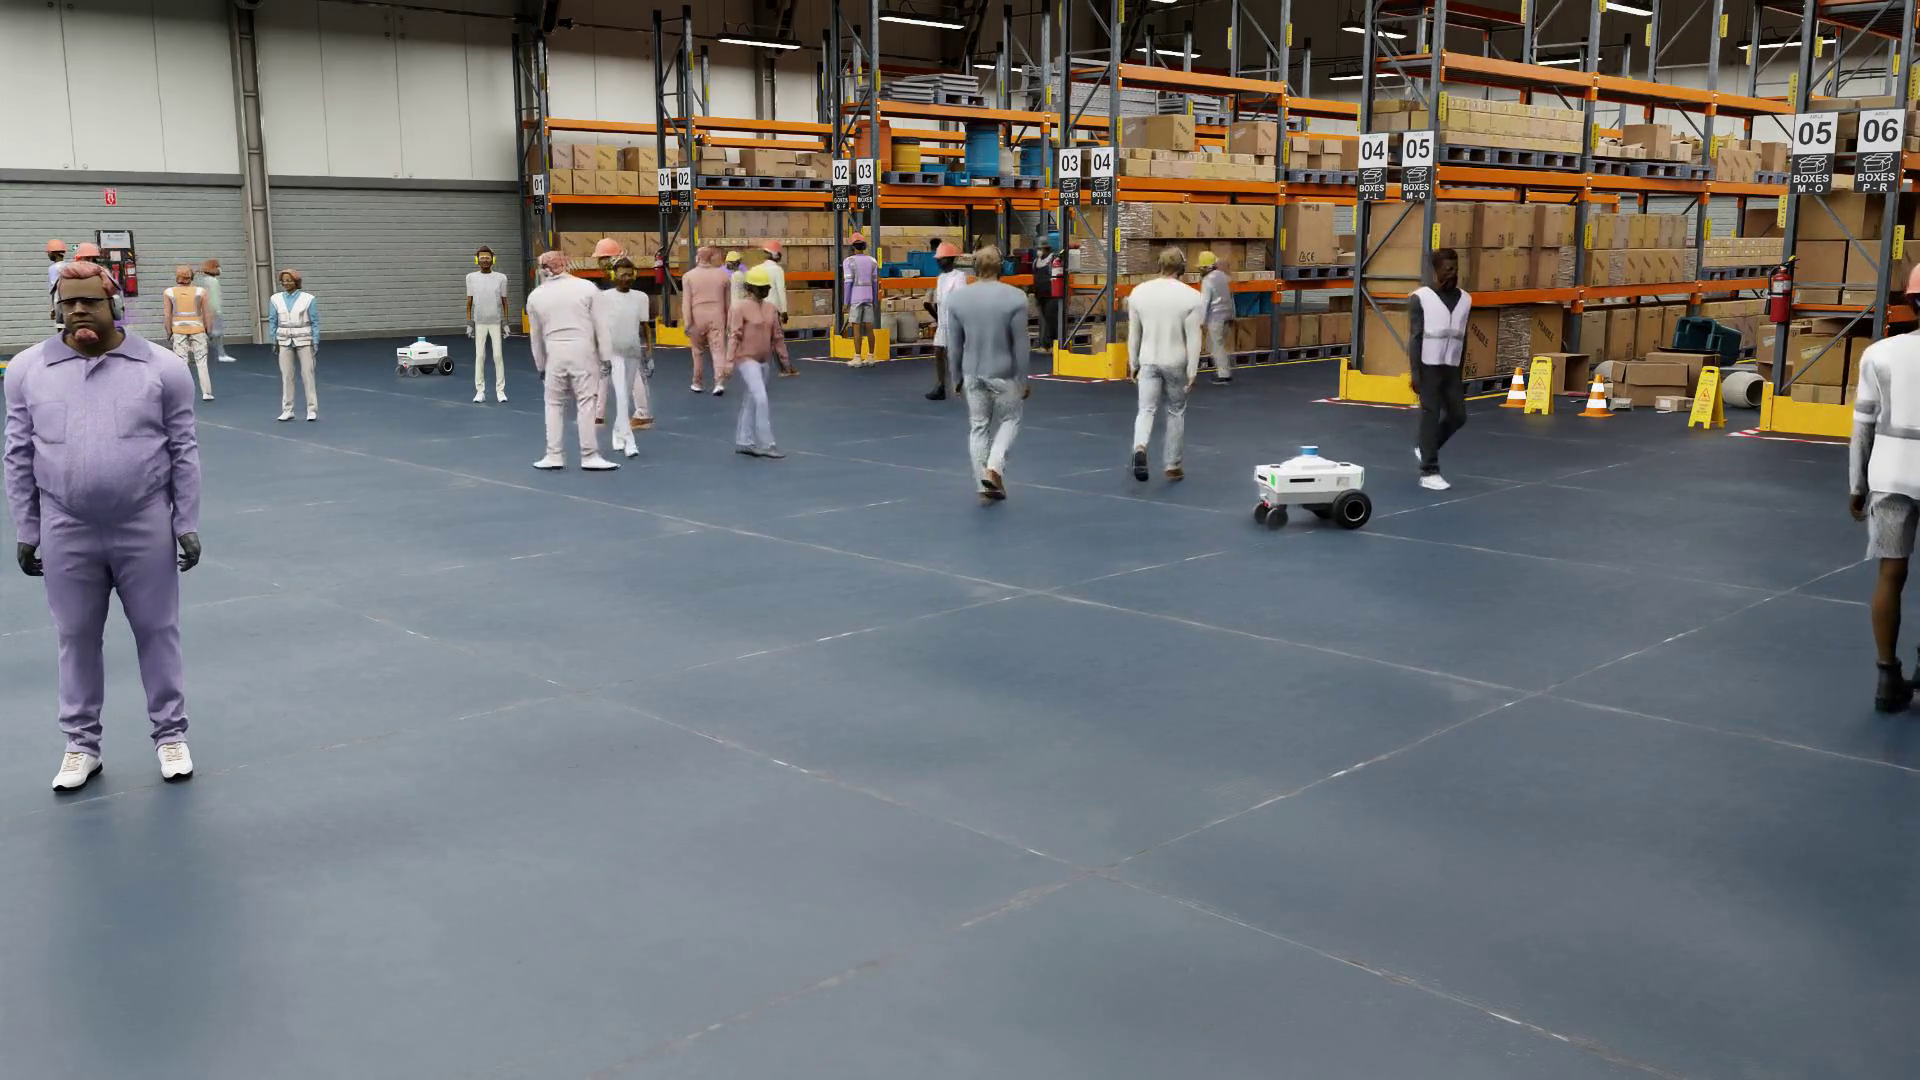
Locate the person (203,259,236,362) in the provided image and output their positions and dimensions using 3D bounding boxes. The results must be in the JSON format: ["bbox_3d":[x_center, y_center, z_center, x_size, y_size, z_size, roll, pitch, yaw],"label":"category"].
[{"bbox_3d":[-11.866,-3.638,26.394,0.528,1.620,0.511,-6,12,-31],"label":"person"}]

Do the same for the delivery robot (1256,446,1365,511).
[{"bbox_3d":[2.437,-0.414,11.598,0.707,0.478,0.477,-2,11,-10],"label":"delivery robot"}]

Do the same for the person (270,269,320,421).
[{"bbox_3d":[-7.209,-2.115,18.055,0.515,1.640,0.315,0,10,-2],"label":"person"}]

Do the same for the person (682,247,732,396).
[{"bbox_3d":[-3.187,-2.765,21.025,0.661,1.862,0.993,-4,11,-21],"label":"person"}]

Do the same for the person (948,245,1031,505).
[{"bbox_3d":[0.223,-1.218,12.371,0.649,1.929,0.442,4,11,20],"label":"person"}]

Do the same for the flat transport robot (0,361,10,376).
[{"bbox_3d":[-13.401,-2.426,23.601,1.431,0.197,0.652,-2,11,-9],"label":"flat transport robot"}]

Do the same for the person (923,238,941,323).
[{"bbox_3d":[-0.481,-5.042,33.143,0.399,1.954,0.642,-8,13,-37],"label":"person"}]

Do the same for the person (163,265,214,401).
[{"bbox_3d":[-9.328,-2.494,20.128,0.522,1.637,0.309,-4,11,-20],"label":"person"}]

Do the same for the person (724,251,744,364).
[{"bbox_3d":[-3.518,-3.614,25.926,0.376,1.751,0.541,-1,10,-3],"label":"person"}]

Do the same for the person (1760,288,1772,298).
[{"bbox_3d":[15.754,-4.881,32.041,0.615,2.039,0.392,6,12,31],"label":"person"}]

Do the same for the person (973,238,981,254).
[{"bbox_3d":[0.423,-6.189,39.454,0.627,1.941,0.371,10,14,42],"label":"person"}]

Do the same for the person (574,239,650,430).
[{"bbox_3d":[-3.625,-2.103,17.122,0.889,1.952,0.634,-6,12,-30],"label":"person"}]

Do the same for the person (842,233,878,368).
[{"bbox_3d":[-1.549,-3.669,25.454,0.609,2.034,0.404,-8,13,-37],"label":"person"}]

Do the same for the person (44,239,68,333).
[{"bbox_3d":[-13.243,-3.449,24.519,0.363,1.934,0.551,0,10,2],"label":"person"}]

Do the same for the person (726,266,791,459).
[{"bbox_3d":[-1.774,-1.583,14.905,0.760,1.720,0.639,7,13,35],"label":"person"}]

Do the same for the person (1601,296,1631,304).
[{"bbox_3d":[12.257,-4.584,30.989,0.507,1.831,0.645,-8,13,-36],"label":"person"}]

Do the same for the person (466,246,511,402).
[{"bbox_3d":[-5.708,-2.610,20.116,0.520,1.876,0.326,-3,11,-14],"label":"person"}]

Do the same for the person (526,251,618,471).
[{"bbox_3d":[-3.308,-1.532,14.271,0.739,1.872,0.396,1,10,4],"label":"person"}]

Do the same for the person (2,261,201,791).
[{"bbox_3d":[-3.110,-0.050,6.069,0.641,1.908,0.407,-4,11,-20],"label":"person"}]

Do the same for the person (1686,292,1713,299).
[{"bbox_3d":[13.881,-4.531,31.244,0.267,1.632,0.507,-8,13,-37],"label":"person"}]

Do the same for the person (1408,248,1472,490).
[{"bbox_3d":[3.797,-1.365,13.249,0.593,1.903,0.477,-4,11,-20],"label":"person"}]

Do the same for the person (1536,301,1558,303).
[{"bbox_3d":[10.368,-4.370,29.796,0.590,1.840,0.927,9,14,41],"label":"person"}]

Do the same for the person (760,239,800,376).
[{"bbox_3d":[-2.735,-3.285,23.596,0.973,1.957,0.630,-7,13,-35],"label":"person"}]

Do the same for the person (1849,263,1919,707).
[{"bbox_3d":[4.134,-0.251,7.129,0.587,1.915,0.613,9,14,41],"label":"person"}]

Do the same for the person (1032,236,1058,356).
[{"bbox_3d":[1.430,-4.105,27.931,0.875,2.000,0.704,-8,13,-36],"label":"person"}]

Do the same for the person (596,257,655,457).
[{"bbox_3d":[-3.108,-1.694,15.331,0.531,1.816,1.014,-5,12,-26],"label":"person"}]

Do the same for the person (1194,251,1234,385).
[{"bbox_3d":[3.425,-2.983,22.388,0.570,1.783,0.615,5,12,27],"label":"person"}]

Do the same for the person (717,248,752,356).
[{"bbox_3d":[-3.672,-3.905,27.377,0.643,1.796,0.900,-5,12,-27],"label":"person"}]

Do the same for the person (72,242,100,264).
[{"bbox_3d":[-10.535,-2.695,20.462,0.688,1.915,0.554,-6,12,-30],"label":"person"}]

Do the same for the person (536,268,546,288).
[{"bbox_3d":[-8.093,-4.798,32.715,0.507,1.629,0.316,2,11,11],"label":"person"}]

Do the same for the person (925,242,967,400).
[{"bbox_3d":[-0.057,-2.699,20.476,0.775,1.918,0.545,-8,13,-36],"label":"person"}]

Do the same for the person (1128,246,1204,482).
[{"bbox_3d":[1.628,-1.399,13.390,0.632,1.920,0.798,4,11,20],"label":"person"}]

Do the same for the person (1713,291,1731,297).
[{"bbox_3d":[14.202,-4.564,30.966,0.815,1.808,0.579,-7,13,-35],"label":"person"}]

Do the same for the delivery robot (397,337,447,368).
[{"bbox_3d":[-7.733,-2.673,23.920,0.477,0.478,0.707,6,12,31],"label":"delivery robot"}]
